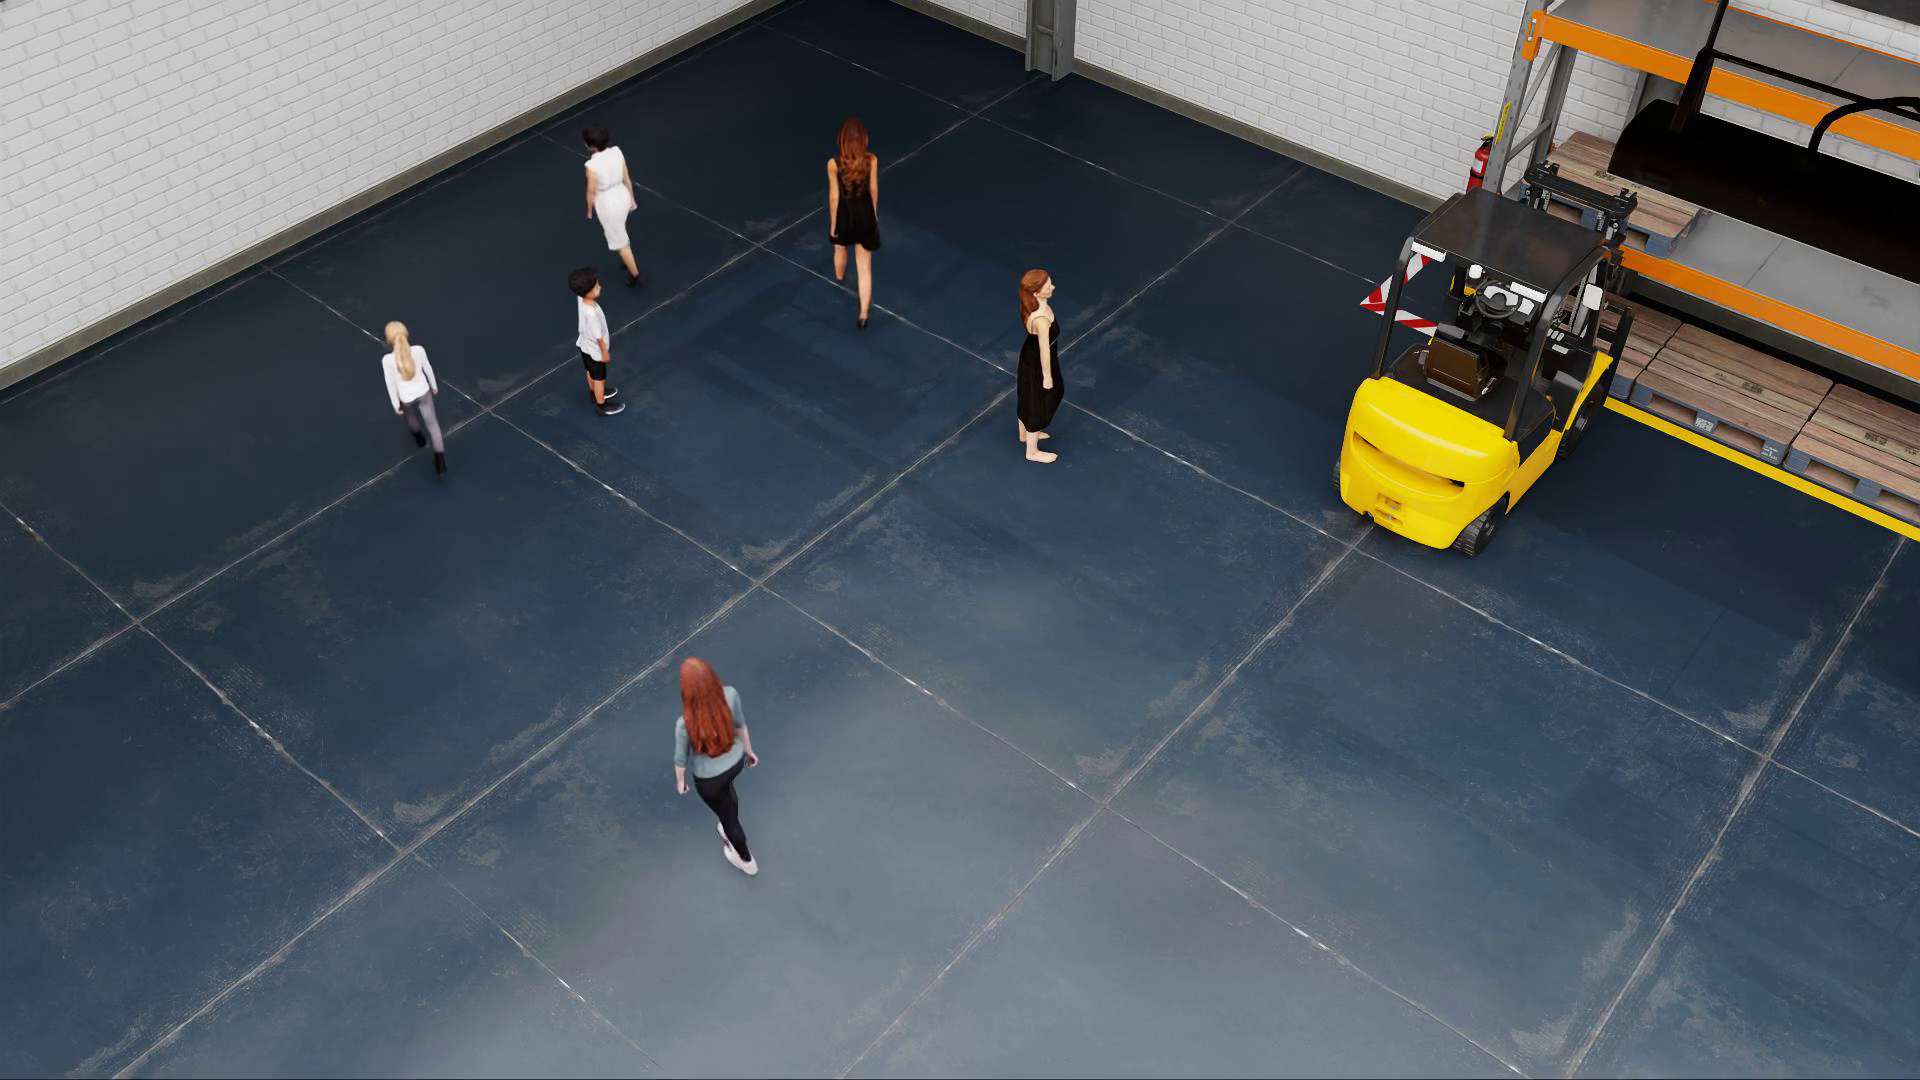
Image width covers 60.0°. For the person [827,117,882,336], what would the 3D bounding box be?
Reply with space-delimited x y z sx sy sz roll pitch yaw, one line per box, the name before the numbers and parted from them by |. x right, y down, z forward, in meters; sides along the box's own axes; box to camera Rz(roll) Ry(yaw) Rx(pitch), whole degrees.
person | -0.809 -2.447 13.241 0.969 1.800 1.129 -11 45 -11

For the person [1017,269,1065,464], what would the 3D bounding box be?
person | 0.557 -1.292 12.157 0.741 1.625 0.675 -6 44 -7

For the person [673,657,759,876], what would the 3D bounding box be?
person | -1.297 1.337 9.324 0.660 1.726 0.670 -32 52 -29

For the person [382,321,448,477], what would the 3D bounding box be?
person | -3.962 -1.022 12.138 0.739 1.258 0.974 -19 47 -19

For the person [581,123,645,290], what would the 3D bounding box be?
person | -2.807 -2.702 13.709 0.664 1.526 0.563 27 50 26

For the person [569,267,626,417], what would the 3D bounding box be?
person | -2.798 -1.513 12.658 0.611 1.253 0.515 -19 47 -19
